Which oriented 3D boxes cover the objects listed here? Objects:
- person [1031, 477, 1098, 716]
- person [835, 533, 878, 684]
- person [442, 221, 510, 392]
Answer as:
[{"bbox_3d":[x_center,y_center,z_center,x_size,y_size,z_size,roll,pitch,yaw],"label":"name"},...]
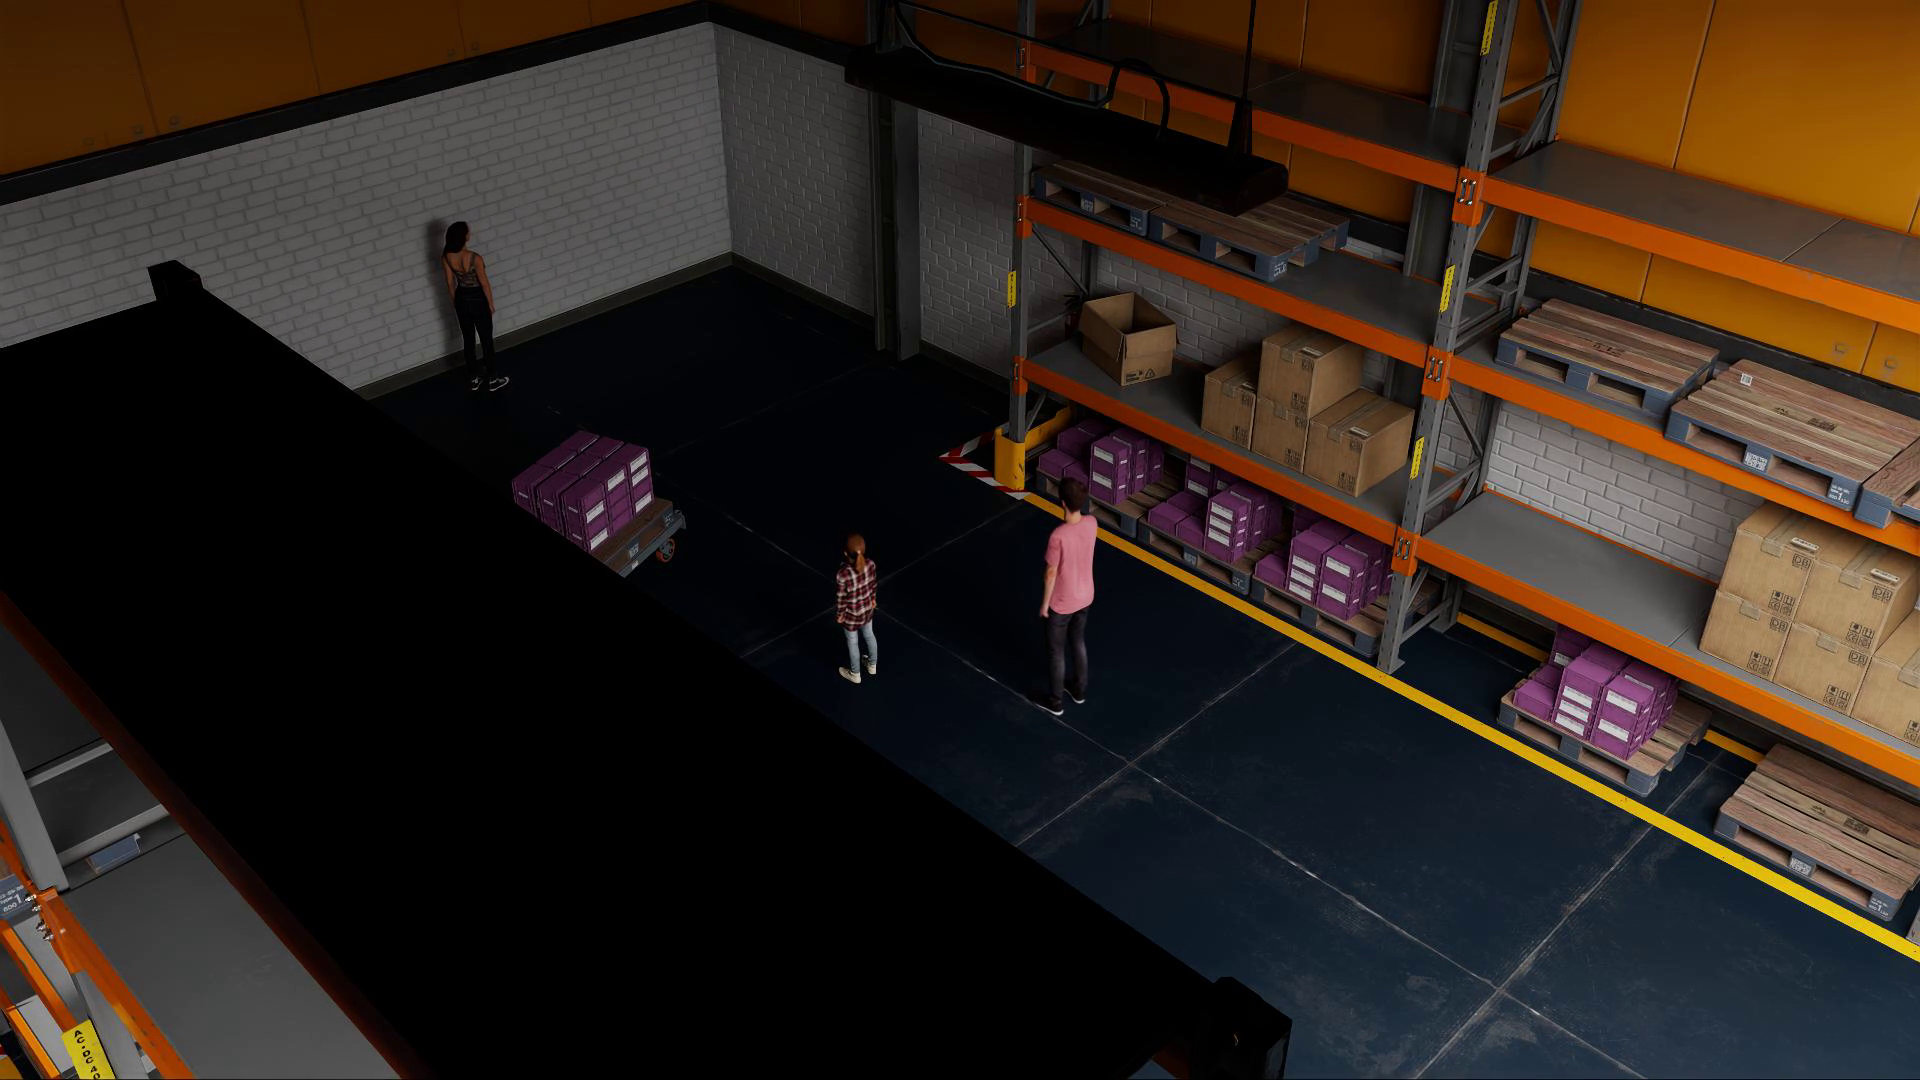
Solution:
[{"bbox_3d":[0.801,0.421,12.195,0.627,1.958,0.552,-27,42,-35],"label":"person"},{"bbox_3d":[-0.782,0.508,12.654,0.547,1.305,0.537,-23,40,-31],"label":"person"},{"bbox_3d":[-4.836,-2.318,16.487,0.643,1.770,0.753,8,34,12],"label":"person"}]
